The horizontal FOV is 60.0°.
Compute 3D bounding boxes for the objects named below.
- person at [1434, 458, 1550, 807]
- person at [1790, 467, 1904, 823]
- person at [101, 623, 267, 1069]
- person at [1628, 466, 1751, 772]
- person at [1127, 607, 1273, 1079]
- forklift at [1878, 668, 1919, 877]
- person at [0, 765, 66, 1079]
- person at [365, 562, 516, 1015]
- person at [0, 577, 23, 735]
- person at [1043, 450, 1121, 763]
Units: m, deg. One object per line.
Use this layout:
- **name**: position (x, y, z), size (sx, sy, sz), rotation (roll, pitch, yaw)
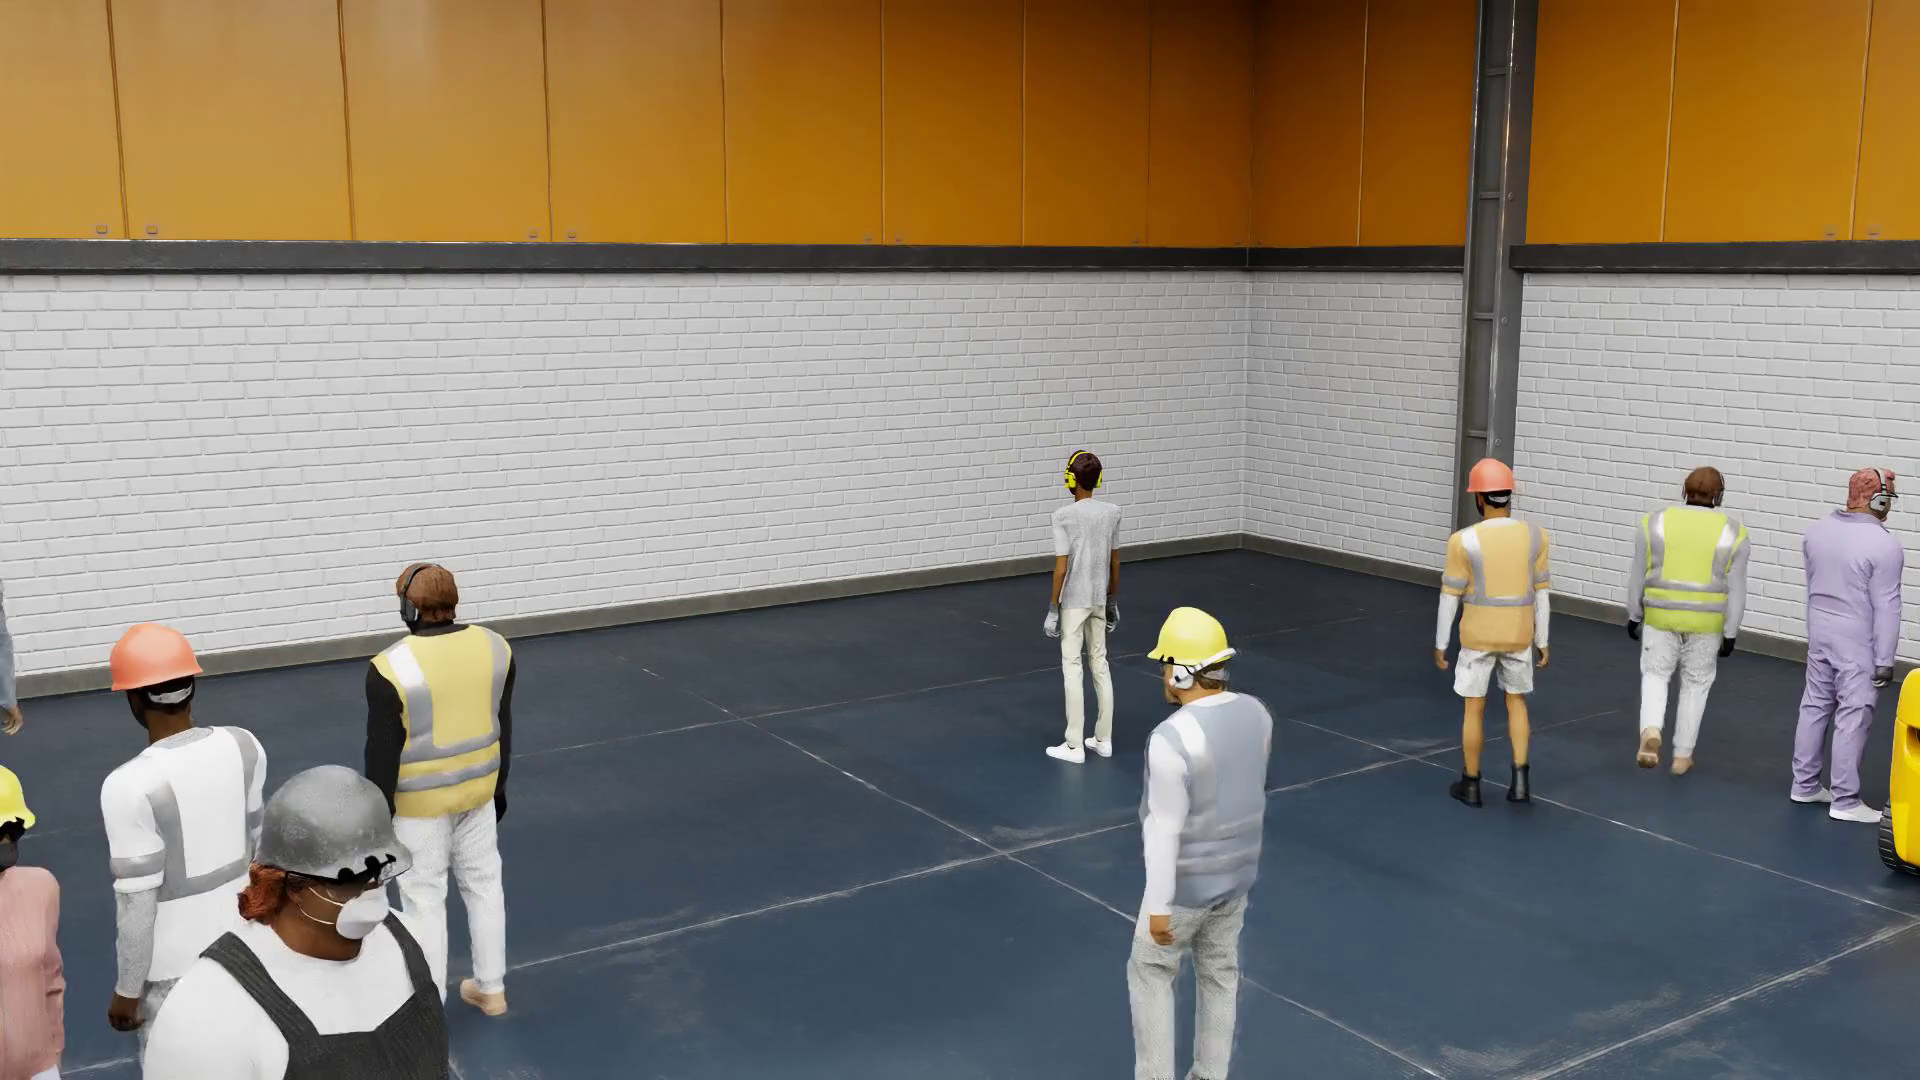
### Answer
- **person**: position (2.888, 0.516, 9.032), size (0.606, 1.925, 0.415), rotation (0, 9, -1)
- **person**: position (4.789, 0.554, 8.903), size (0.403, 1.900, 0.636), rotation (-2, 10, -13)
- **person**: position (-2.298, 1.196, 4.935), size (0.375, 1.930, 0.542), rotation (4, 10, 21)
- **person**: position (4.175, 0.481, 9.579), size (0.637, 1.820, 0.568), rotation (5, 11, 28)
- **person**: position (0.797, 1.125, 5.687), size (0.613, 1.822, 0.469), rotation (-8, 12, -40)
- **forklift**: position (5.511, 0.571, 7.906), size (2.313, 2.155, 1.214), rotation (-6, 11, -33)
- **person**: position (-2.562, 1.395, 4.292), size (0.759, 1.741, 0.522), rotation (4, 10, 25)
- **person**: position (-2.009, 0.993, 6.425), size (0.429, 1.842, 0.634), rotation (8, 12, 39)
- **person**: position (-4.606, 0.770, 7.557), size (0.425, 1.924, 0.626), rotation (5, 11, 27)
- **person**: position (0.725, 0.395, 9.940), size (0.538, 1.869, 0.312), rotation (-6, 11, -33)
